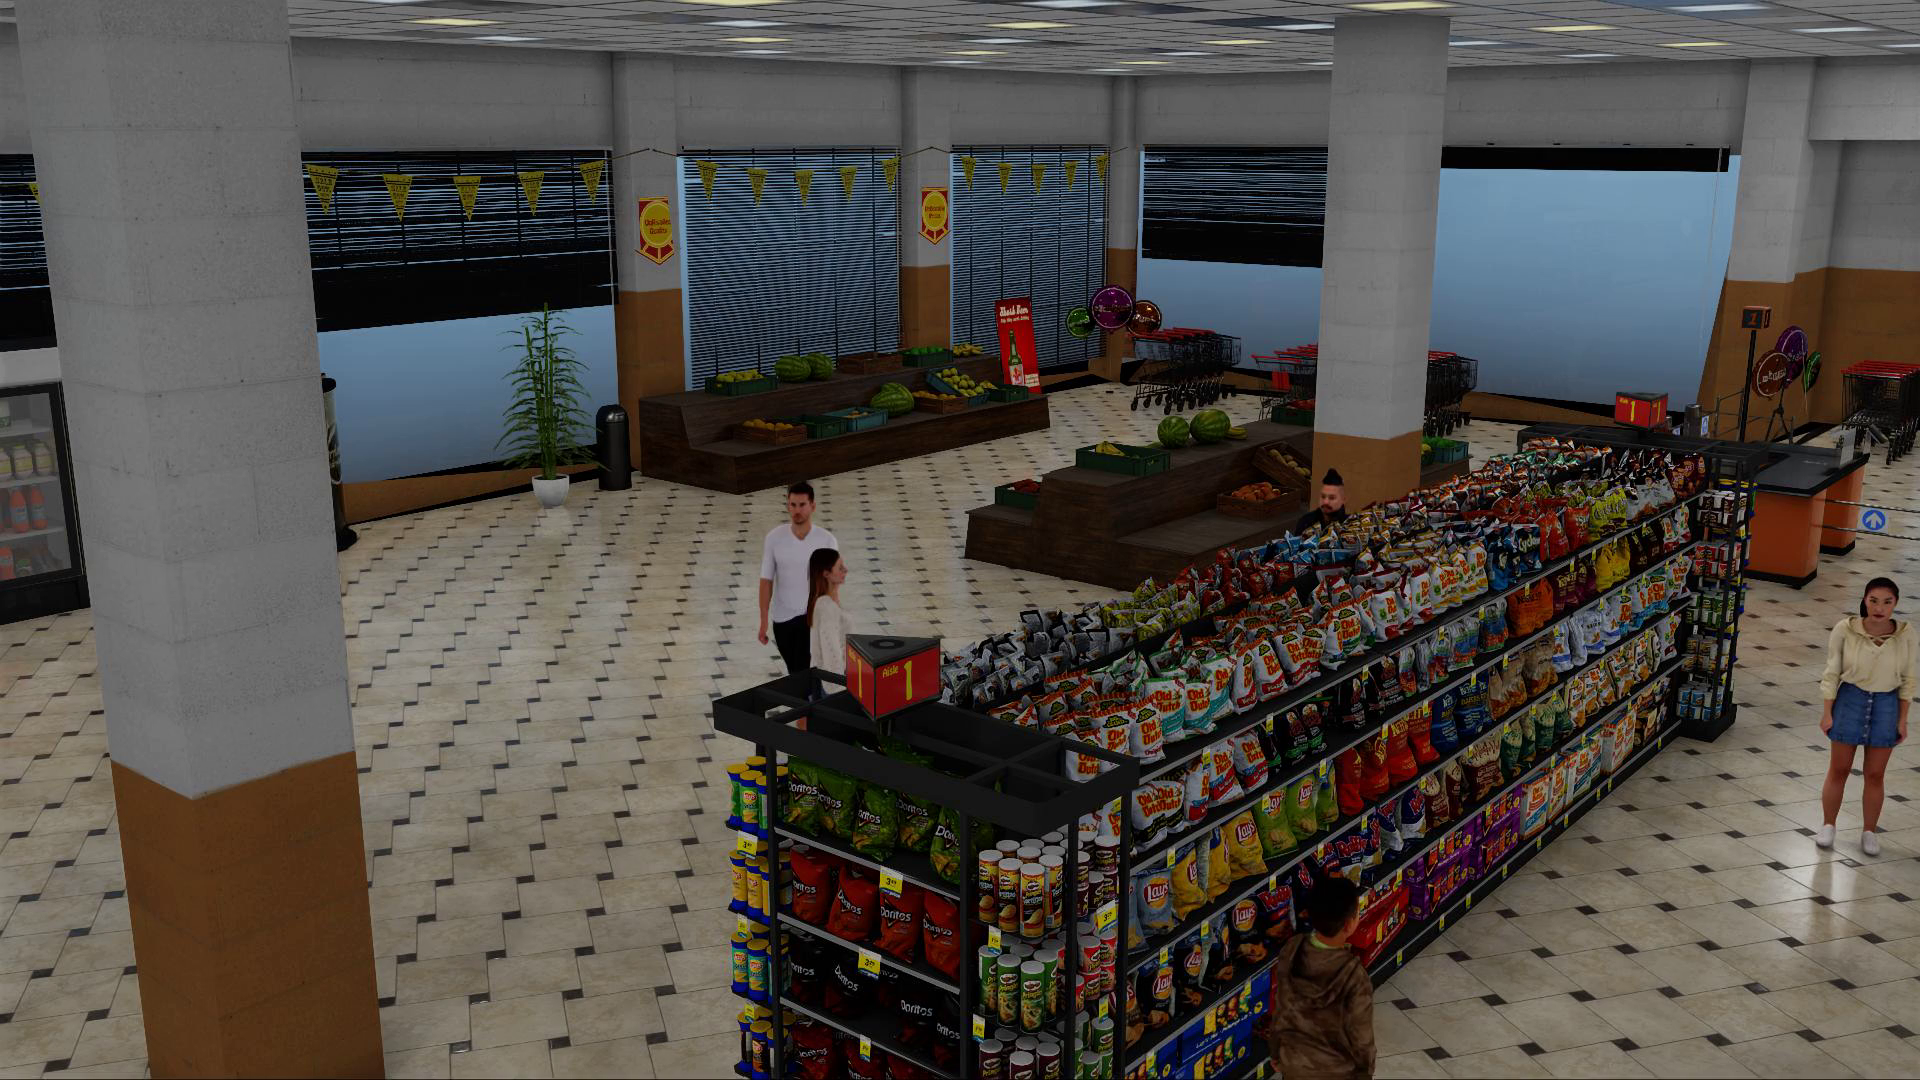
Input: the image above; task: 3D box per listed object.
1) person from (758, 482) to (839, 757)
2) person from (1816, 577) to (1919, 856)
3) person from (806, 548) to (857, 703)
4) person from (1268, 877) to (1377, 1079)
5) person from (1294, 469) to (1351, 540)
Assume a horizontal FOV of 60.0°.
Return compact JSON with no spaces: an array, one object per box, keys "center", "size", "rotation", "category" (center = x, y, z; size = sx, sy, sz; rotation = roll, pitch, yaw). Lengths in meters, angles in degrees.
[{"center":[-1.075,0.512,11.170],"size":[1.096,1.811,1.309],"rotation":[2,14,6],"category":"person"},{"center":[5.205,0.995,9.559],"size":[0.701,1.631,0.660],"rotation":[5,15,20],"category":"person"},{"center":[-0.801,0.871,9.943],"size":[0.751,1.691,0.703],"rotation":[-2,14,-9],"category":"person"},{"center":[1.276,1.935,6.080],"size":[0.665,1.445,0.612],"rotation":[-13,19,-43],"category":"person"},{"center":[2.572,0.412,11.491],"size":[0.750,1.854,0.781],"rotation":[12,18,40],"category":"person"}]
